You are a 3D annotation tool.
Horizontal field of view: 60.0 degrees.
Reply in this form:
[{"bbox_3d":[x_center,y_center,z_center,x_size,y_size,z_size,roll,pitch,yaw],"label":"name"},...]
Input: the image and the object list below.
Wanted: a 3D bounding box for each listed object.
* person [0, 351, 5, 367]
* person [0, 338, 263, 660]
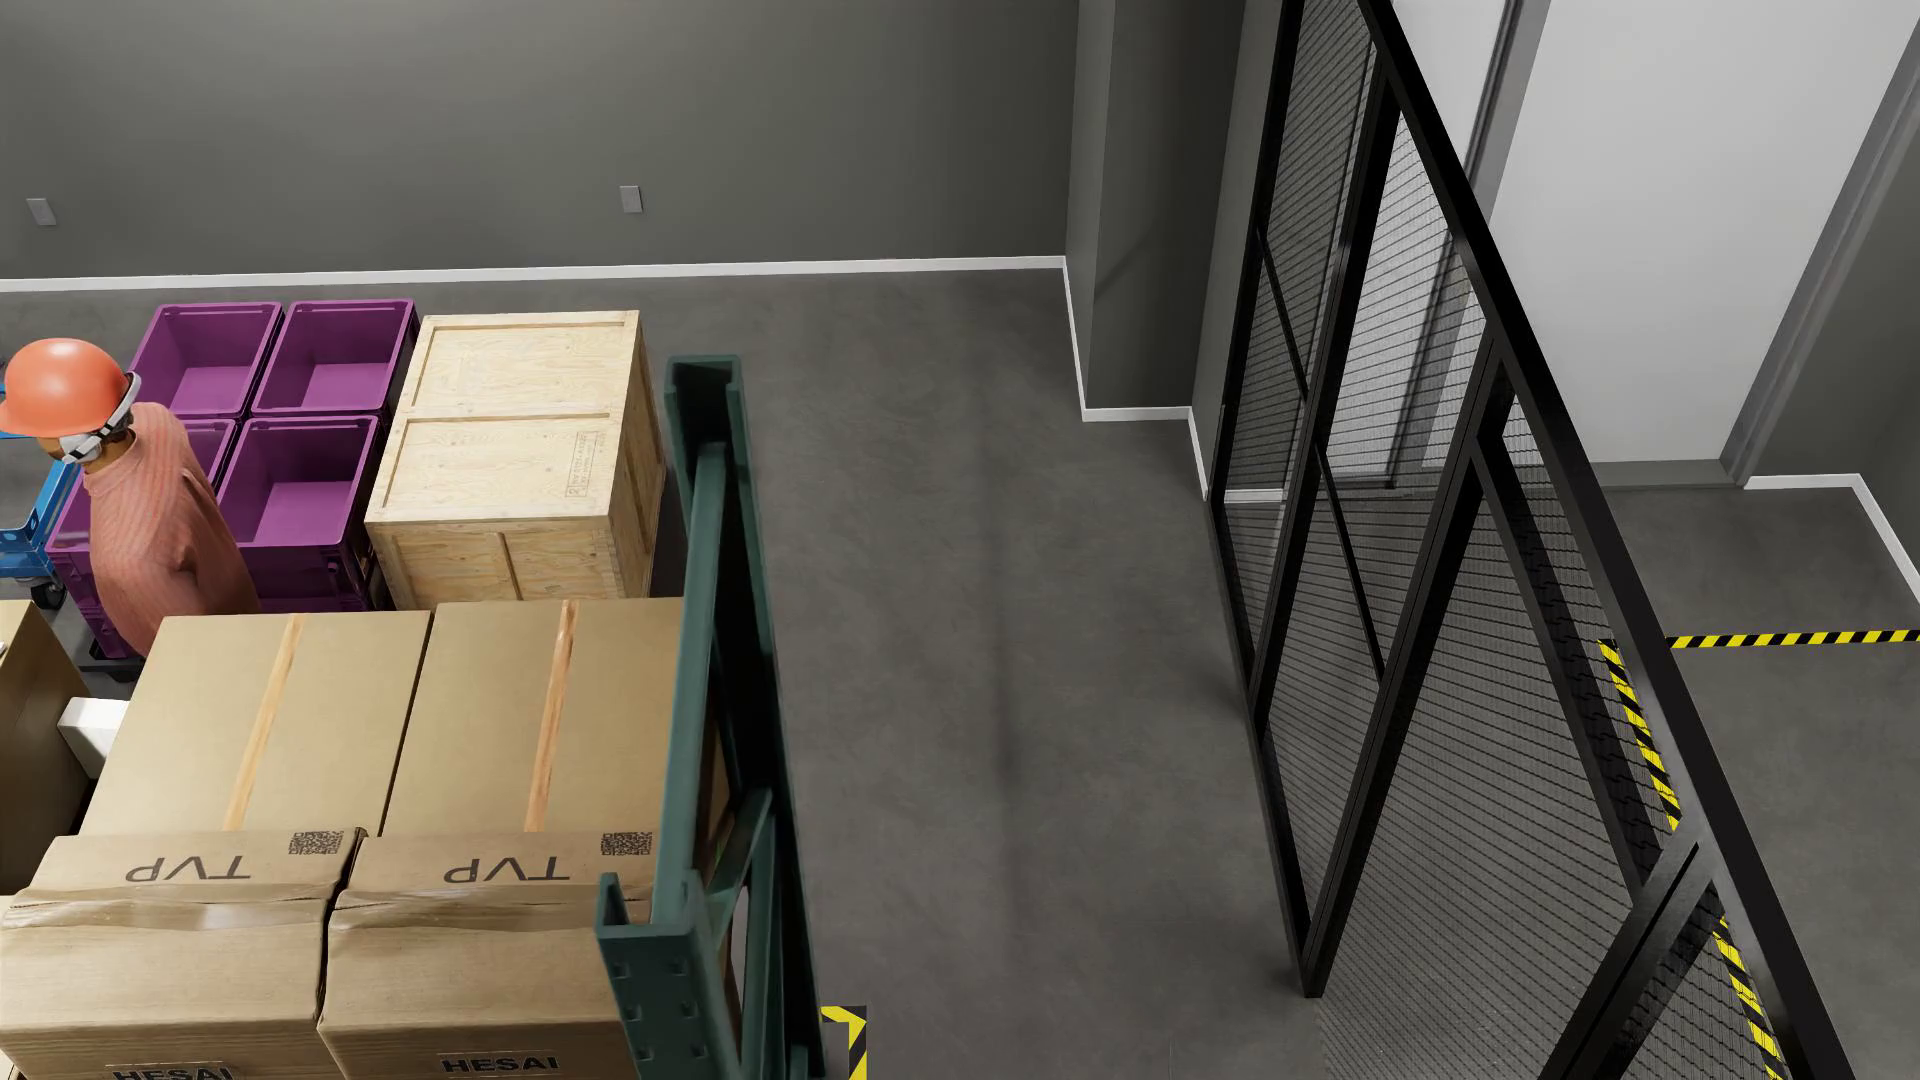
[{"bbox_3d":[-4.036,-1.274,5.972,0.370,1.941,0.627,-3,46,-3],"label":"person"},{"bbox_3d":[-2.051,0.255,4.474,0.384,1.993,0.622,-12,48,-12],"label":"person"}]
